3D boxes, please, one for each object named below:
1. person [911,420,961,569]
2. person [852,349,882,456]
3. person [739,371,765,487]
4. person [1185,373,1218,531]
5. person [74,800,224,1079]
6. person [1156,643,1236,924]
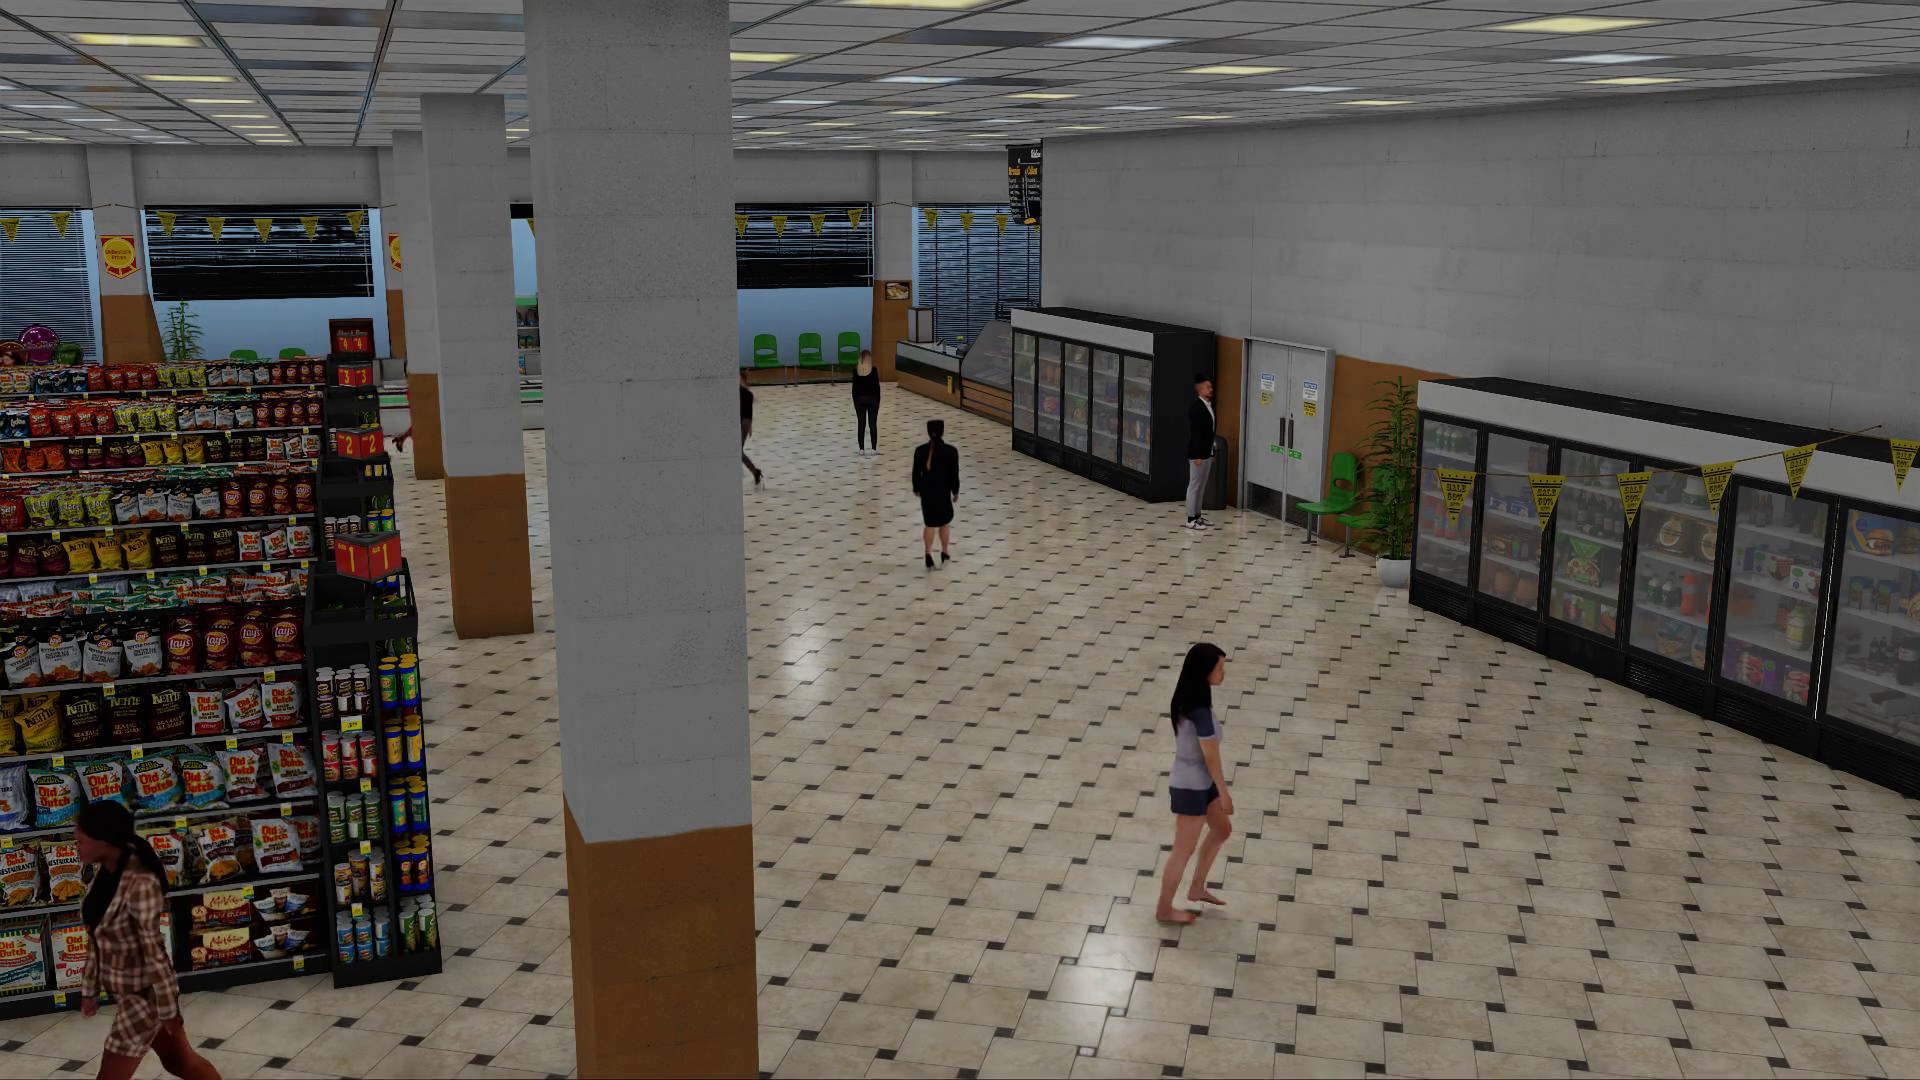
[{"bbox_3d":[-0.293,-0.486,18.504,0.999,1.652,1.020,2,12,10],"label":"person"},{"bbox_3d":[-1.494,-2.197,26.544,0.626,1.686,0.748,1,12,7],"label":"person"},{"bbox_3d":[-3.062,-1.529,23.473,1.003,1.645,1.038,9,15,35],"label":"person"},{"bbox_3d":[3.007,-1.126,20.824,0.857,1.948,0.773,7,14,30],"label":"person"},{"bbox_3d":[-3.307,1.913,6.916,1.187,1.731,0.847,-11,16,-42],"label":"person"},{"bbox_3d":[1.250,1.404,9.458,0.766,1.680,0.704,0,12,-2],"label":"person"}]
